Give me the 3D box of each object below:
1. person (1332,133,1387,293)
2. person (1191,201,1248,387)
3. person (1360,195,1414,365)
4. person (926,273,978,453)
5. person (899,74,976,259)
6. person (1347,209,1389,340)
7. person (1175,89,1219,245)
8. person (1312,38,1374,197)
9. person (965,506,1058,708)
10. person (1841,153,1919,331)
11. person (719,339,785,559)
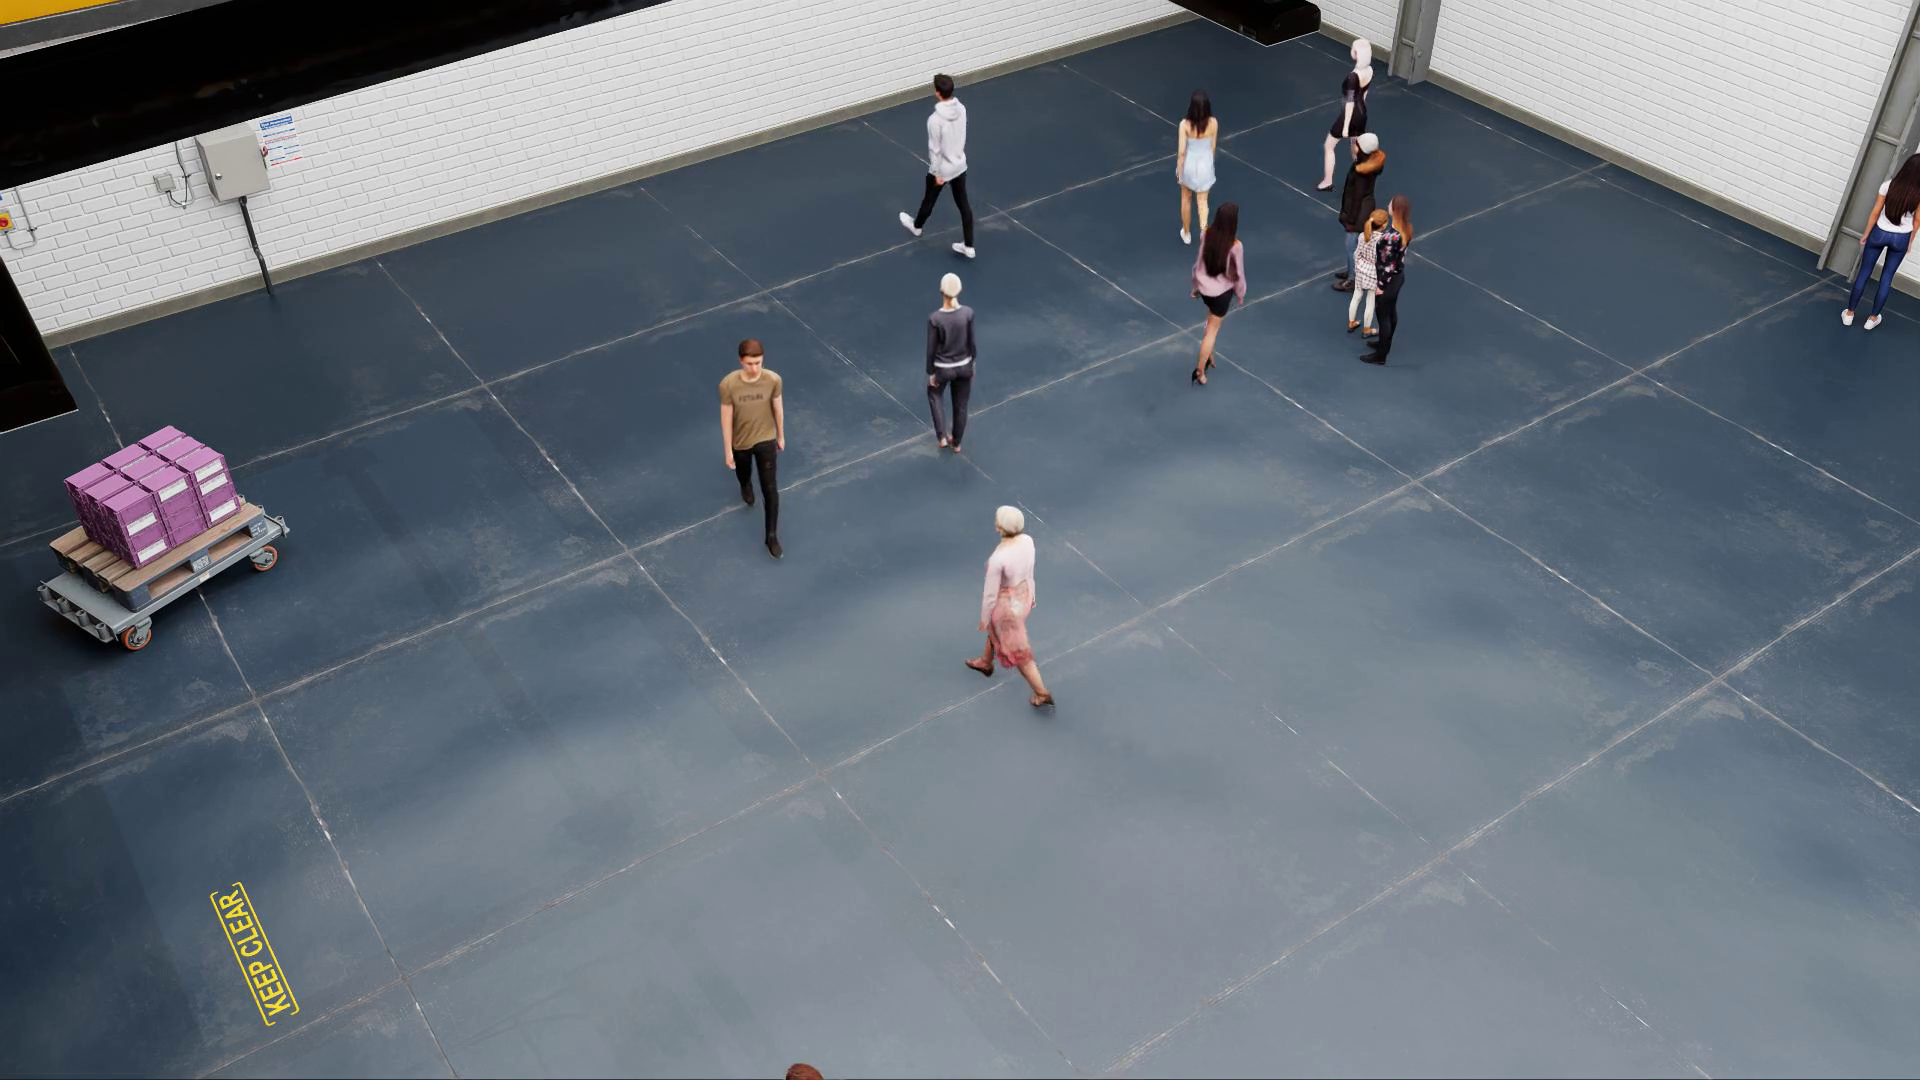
[{"bbox_3d":[3.931,-3.224,16.360,0.756,1.631,0.730,13,40,16],"label":"person"},{"bbox_3d":[2.233,-2.156,14.892,0.685,1.793,0.778,30,47,32],"label":"person"},{"bbox_3d":[3.960,-2.404,15.291,0.652,1.683,0.648,18,42,21],"label":"person"},{"bbox_3d":[-0.054,-1.449,14.070,0.715,1.716,0.738,-7,39,-9],"label":"person"},{"bbox_3d":[-0.043,-3.732,16.802,0.796,1.874,1.235,-30,47,-32],"label":"person"},{"bbox_3d":[3.875,-2.529,15.746,0.613,1.312,0.488,-30,47,-32],"label":"person"},{"bbox_3d":[2.427,-3.727,16.923,0.876,1.714,1.025,-4,39,-5],"label":"person"},{"bbox_3d":[4.255,-4.419,17.713,0.709,1.809,0.857,-31,48,-33],"label":"person"},{"bbox_3d":[0.411,0.513,11.664,1.131,1.653,0.810,27,46,29],"label":"person"},{"bbox_3d":[8.791,-2.831,15.754,0.587,1.774,0.723,21,43,24],"label":"person"},{"bbox_3d":[-1.665,-0.828,13.217,1.004,1.808,1.322,-6,39,-8],"label":"person"}]
